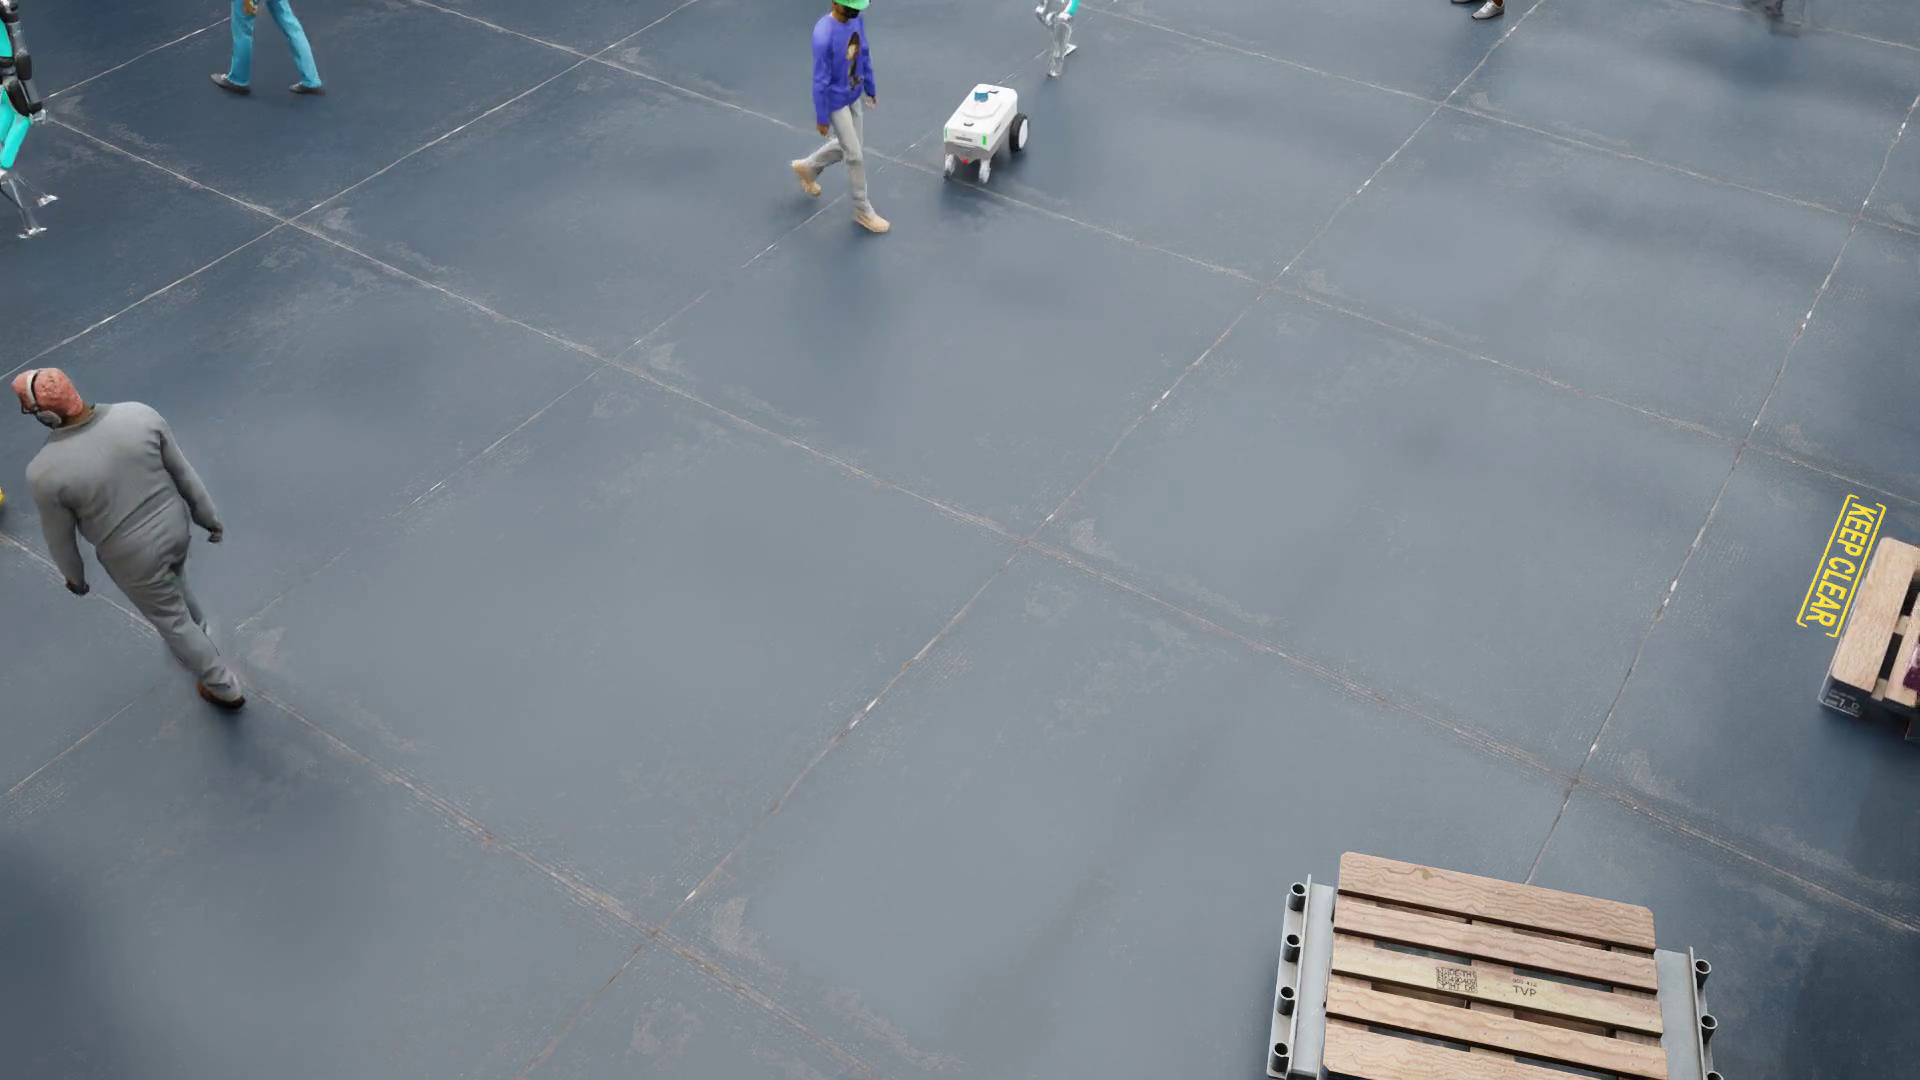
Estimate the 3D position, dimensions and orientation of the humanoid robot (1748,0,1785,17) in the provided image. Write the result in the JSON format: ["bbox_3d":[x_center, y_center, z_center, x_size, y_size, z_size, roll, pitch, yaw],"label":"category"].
[{"bbox_3d":[6.797,-5.115,13.452,0.609,1.637,0.510,0,42,0],"label":"humanoid robot"}]

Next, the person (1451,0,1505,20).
[{"bbox_3d":[4.375,-5.160,13.301,0.429,1.937,0.564,-12,43,-13],"label":"person"}]

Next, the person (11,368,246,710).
[{"bbox_3d":[-3.759,0.004,7.579,0.781,1.865,0.662,19,45,20],"label":"person"}]

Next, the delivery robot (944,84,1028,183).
[{"bbox_3d":[0.155,-2.949,11.864,0.499,0.593,0.789,14,44,15],"label":"delivery robot"}]

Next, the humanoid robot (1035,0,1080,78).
[{"bbox_3d":[0.776,-4.371,12.648,0.550,1.892,0.769,25,47,25],"label":"humanoid robot"}]

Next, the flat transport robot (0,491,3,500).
[{"bbox_3d":[-5.995,-0.103,8.895,1.431,0.231,0.659,2,42,2],"label":"flat transport robot"}]

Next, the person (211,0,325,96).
[{"bbox_3d":[-5.294,-4.147,12.264,0.905,1.805,0.578,12,43,13],"label":"person"}]

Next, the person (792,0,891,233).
[{"bbox_3d":[-0.828,-2.897,10.850,0.740,1.833,0.537,22,46,23],"label":"person"}]

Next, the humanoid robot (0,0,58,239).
[{"bbox_3d":[-6.367,-2.832,10.872,0.531,1.803,0.805,30,50,29],"label":"humanoid robot"}]
